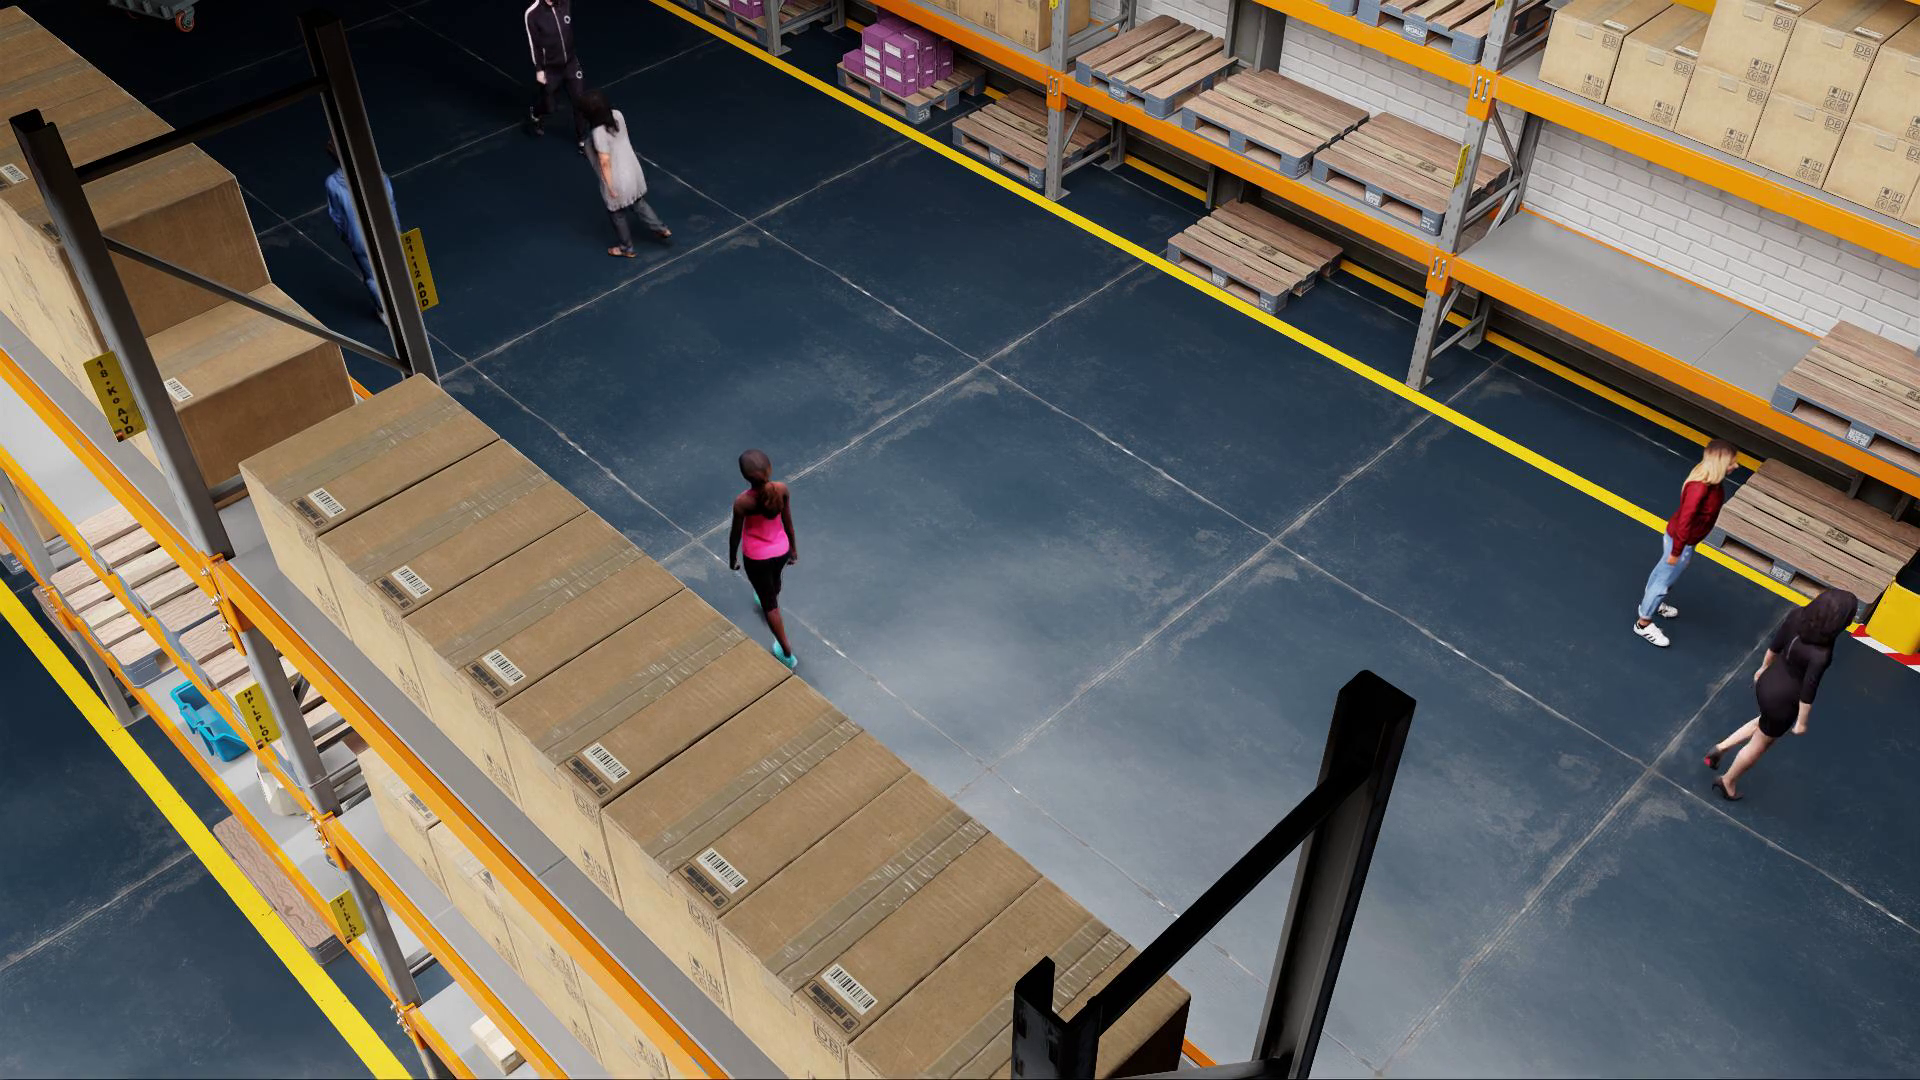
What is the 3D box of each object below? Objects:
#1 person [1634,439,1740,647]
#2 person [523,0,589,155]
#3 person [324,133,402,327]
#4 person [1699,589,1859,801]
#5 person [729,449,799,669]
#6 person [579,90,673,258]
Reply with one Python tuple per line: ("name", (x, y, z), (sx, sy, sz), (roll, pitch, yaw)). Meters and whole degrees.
("person", (4.817, -0.025, 11.046), (0.603, 1.634, 0.651), (23, 48, 22))
("person", (-3.820, -4.459, 15.571), (0.674, 1.811, 1.035), (-34, 53, -30))
("person", (-4.791, -2.491, 13.511), (0.776, 1.804, 0.764), (-17, 46, -17))
("person", (4.787, 0.944, 9.914), (0.806, 1.792, 0.748), (5, 44, 5))
("person", (-1.235, 0.146, 10.821), (0.730, 1.696, 1.020), (-22, 48, -22))
("person", (-2.892, -3.146, 14.358), (0.980, 1.584, 0.860), (15, 46, 15))
